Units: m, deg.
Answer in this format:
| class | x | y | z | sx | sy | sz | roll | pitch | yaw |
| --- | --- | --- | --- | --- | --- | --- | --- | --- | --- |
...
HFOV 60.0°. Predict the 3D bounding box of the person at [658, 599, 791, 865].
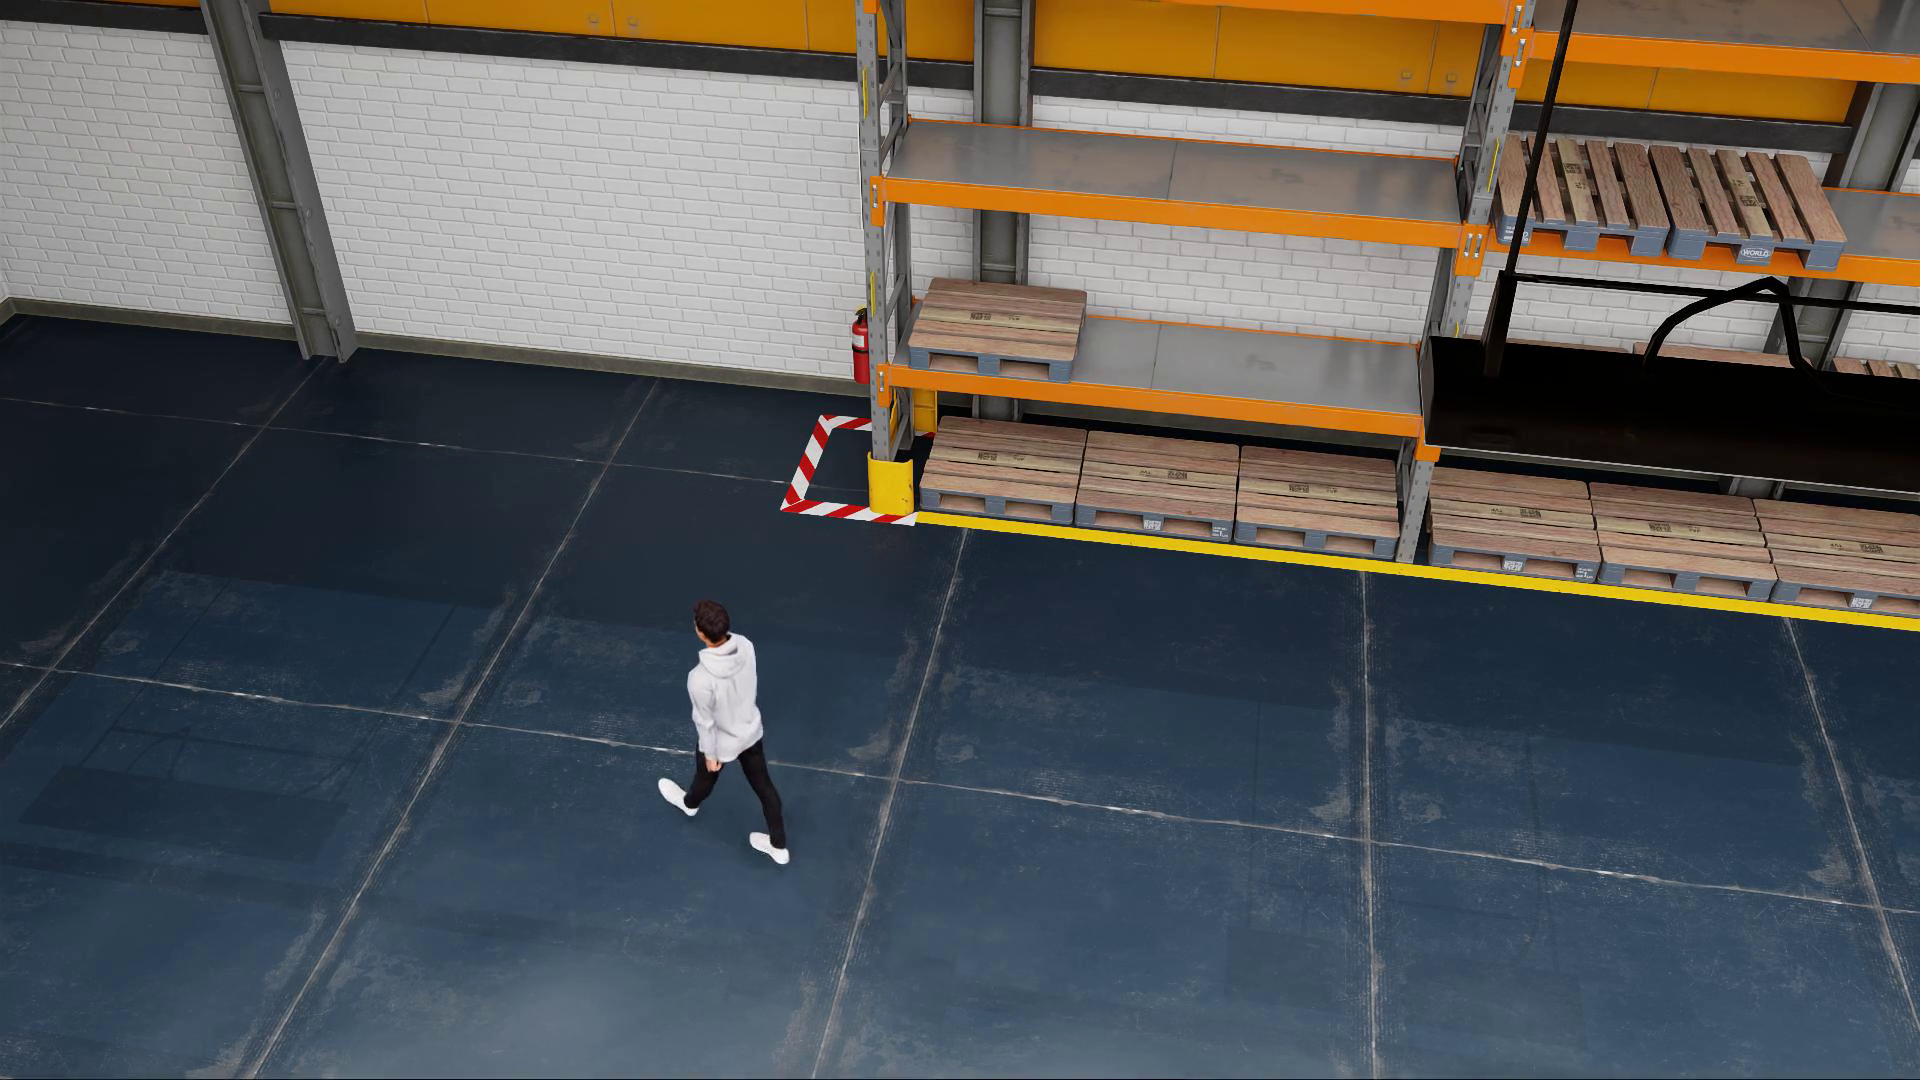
| class | x | y | z | sx | sy | sz | roll | pitch | yaw |
| --- | --- | --- | --- | --- | --- | --- | --- | --- | --- |
| person | -1.255 | 1.176 | 9.710 | 1.319 | 1.868 | 1.063 | 25 | 45 | 28 |
